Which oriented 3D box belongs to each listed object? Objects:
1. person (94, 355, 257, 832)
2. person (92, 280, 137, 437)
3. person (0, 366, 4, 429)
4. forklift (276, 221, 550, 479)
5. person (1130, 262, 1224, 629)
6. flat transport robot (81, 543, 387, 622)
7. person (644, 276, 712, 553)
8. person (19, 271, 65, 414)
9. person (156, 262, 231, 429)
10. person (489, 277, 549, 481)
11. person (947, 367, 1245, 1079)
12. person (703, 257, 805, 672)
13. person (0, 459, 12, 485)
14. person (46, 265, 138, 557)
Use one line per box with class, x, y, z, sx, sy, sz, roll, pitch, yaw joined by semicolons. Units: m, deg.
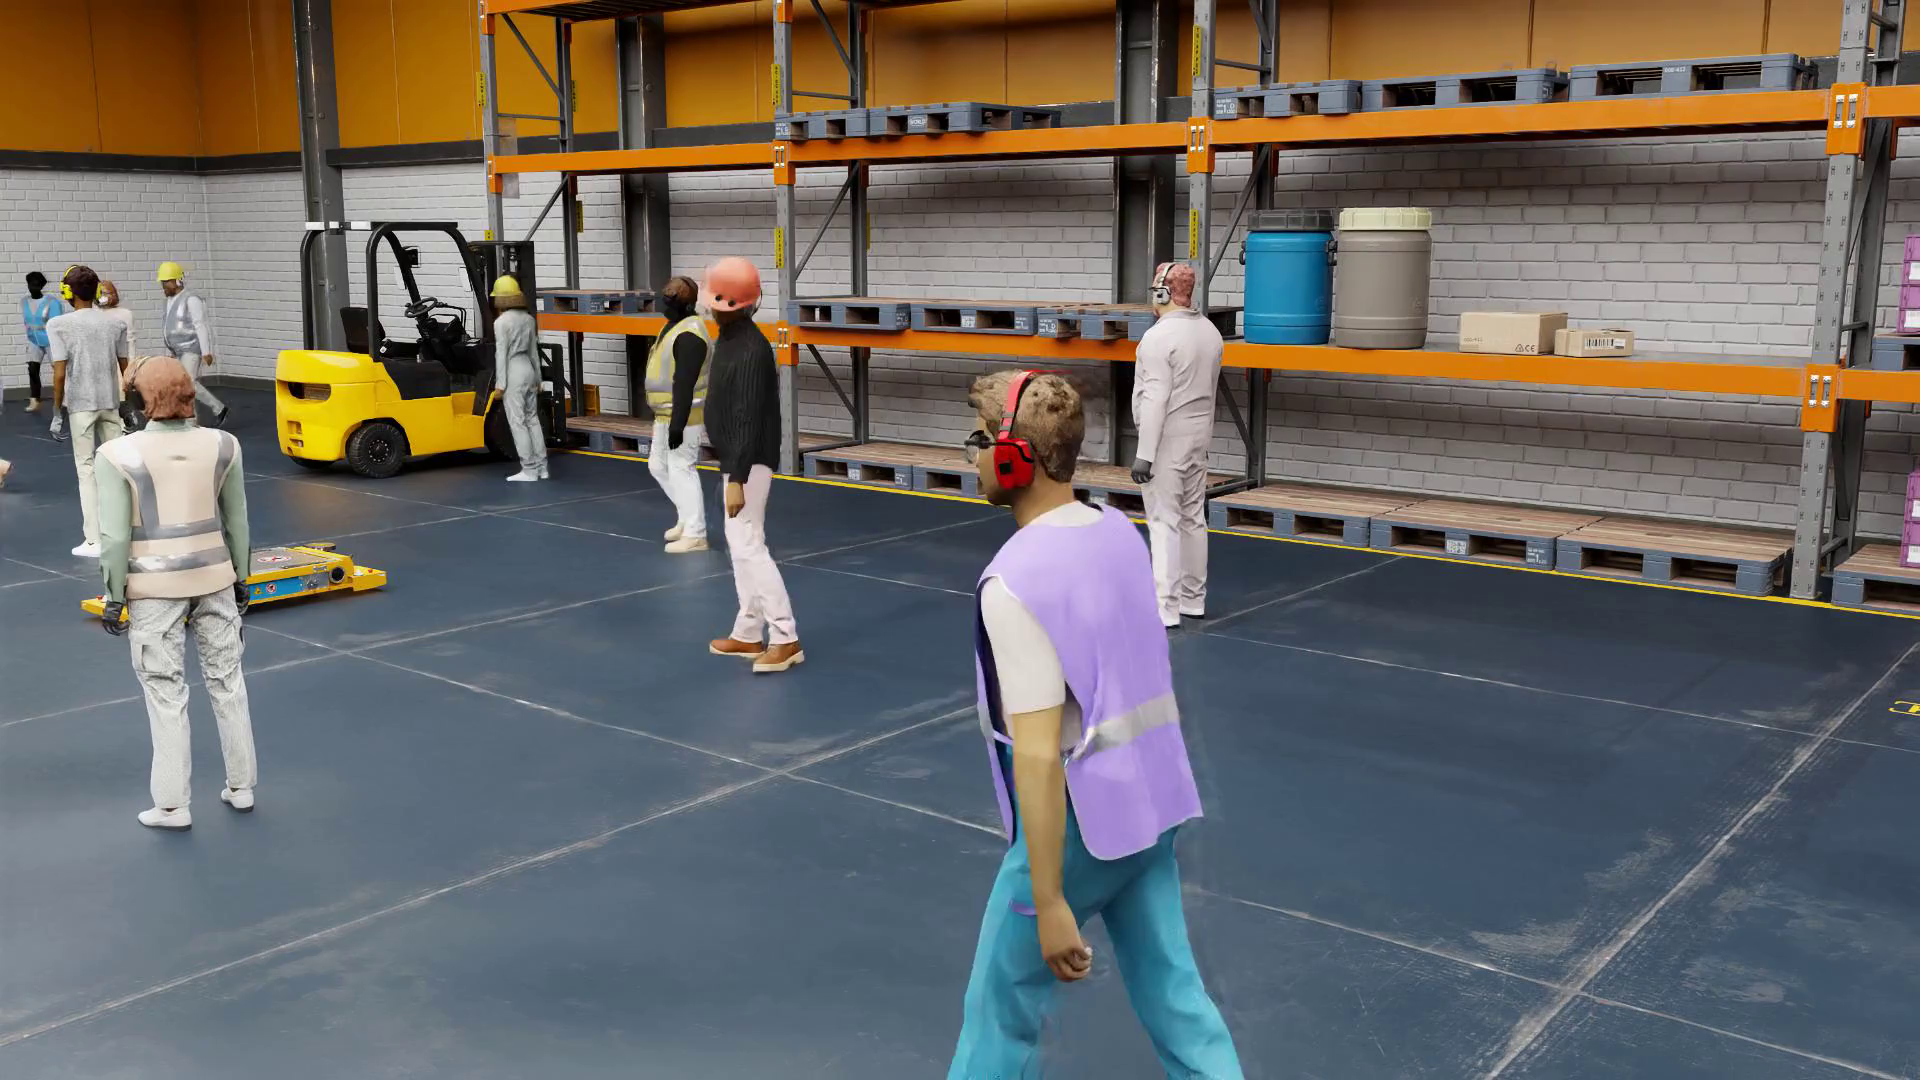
person;-2.689;0.183;5.734;0.308;1.636;0.524;8;13;38
person;-8.561;-1.805;16.777;0.520;1.616;0.393;0;10;-2
person;-6.688;-0.846;11.037;0.612;1.790;1.018;-6;12;-30
forklift;-4.922;-1.741;14.854;1.214;2.155;2.313;8;13;38
person;1.098;-0.493;8.732;0.406;1.906;0.654;8;13;38
flat transport robot;-4.015;0.231;9.258;0.652;0.197;1.431;8;13;38
person;-1.806;-0.790;10.702;0.429;1.793;0.719;-4;11;-20
person;-10.652;-2.290;19.337;0.550;1.652;0.778;1;10;6
person;-8.044;-1.988;17.334;0.607;1.803;0.552;8;13;37
person;-3.690;-1.345;14.013;0.326;1.711;0.620;4;11;22
person;0.241;0.568;3.211;0.956;1.789;0.567;7;12;34
person;-0.994;-0.352;7.876;0.428;1.946;0.715;-2;10;-13
person;-8.044;-1.261;13.269;0.845;1.814;0.635;0;10;1
person;-5.565;-0.820;10.669;0.312;1.861;0.537;8;13;38
